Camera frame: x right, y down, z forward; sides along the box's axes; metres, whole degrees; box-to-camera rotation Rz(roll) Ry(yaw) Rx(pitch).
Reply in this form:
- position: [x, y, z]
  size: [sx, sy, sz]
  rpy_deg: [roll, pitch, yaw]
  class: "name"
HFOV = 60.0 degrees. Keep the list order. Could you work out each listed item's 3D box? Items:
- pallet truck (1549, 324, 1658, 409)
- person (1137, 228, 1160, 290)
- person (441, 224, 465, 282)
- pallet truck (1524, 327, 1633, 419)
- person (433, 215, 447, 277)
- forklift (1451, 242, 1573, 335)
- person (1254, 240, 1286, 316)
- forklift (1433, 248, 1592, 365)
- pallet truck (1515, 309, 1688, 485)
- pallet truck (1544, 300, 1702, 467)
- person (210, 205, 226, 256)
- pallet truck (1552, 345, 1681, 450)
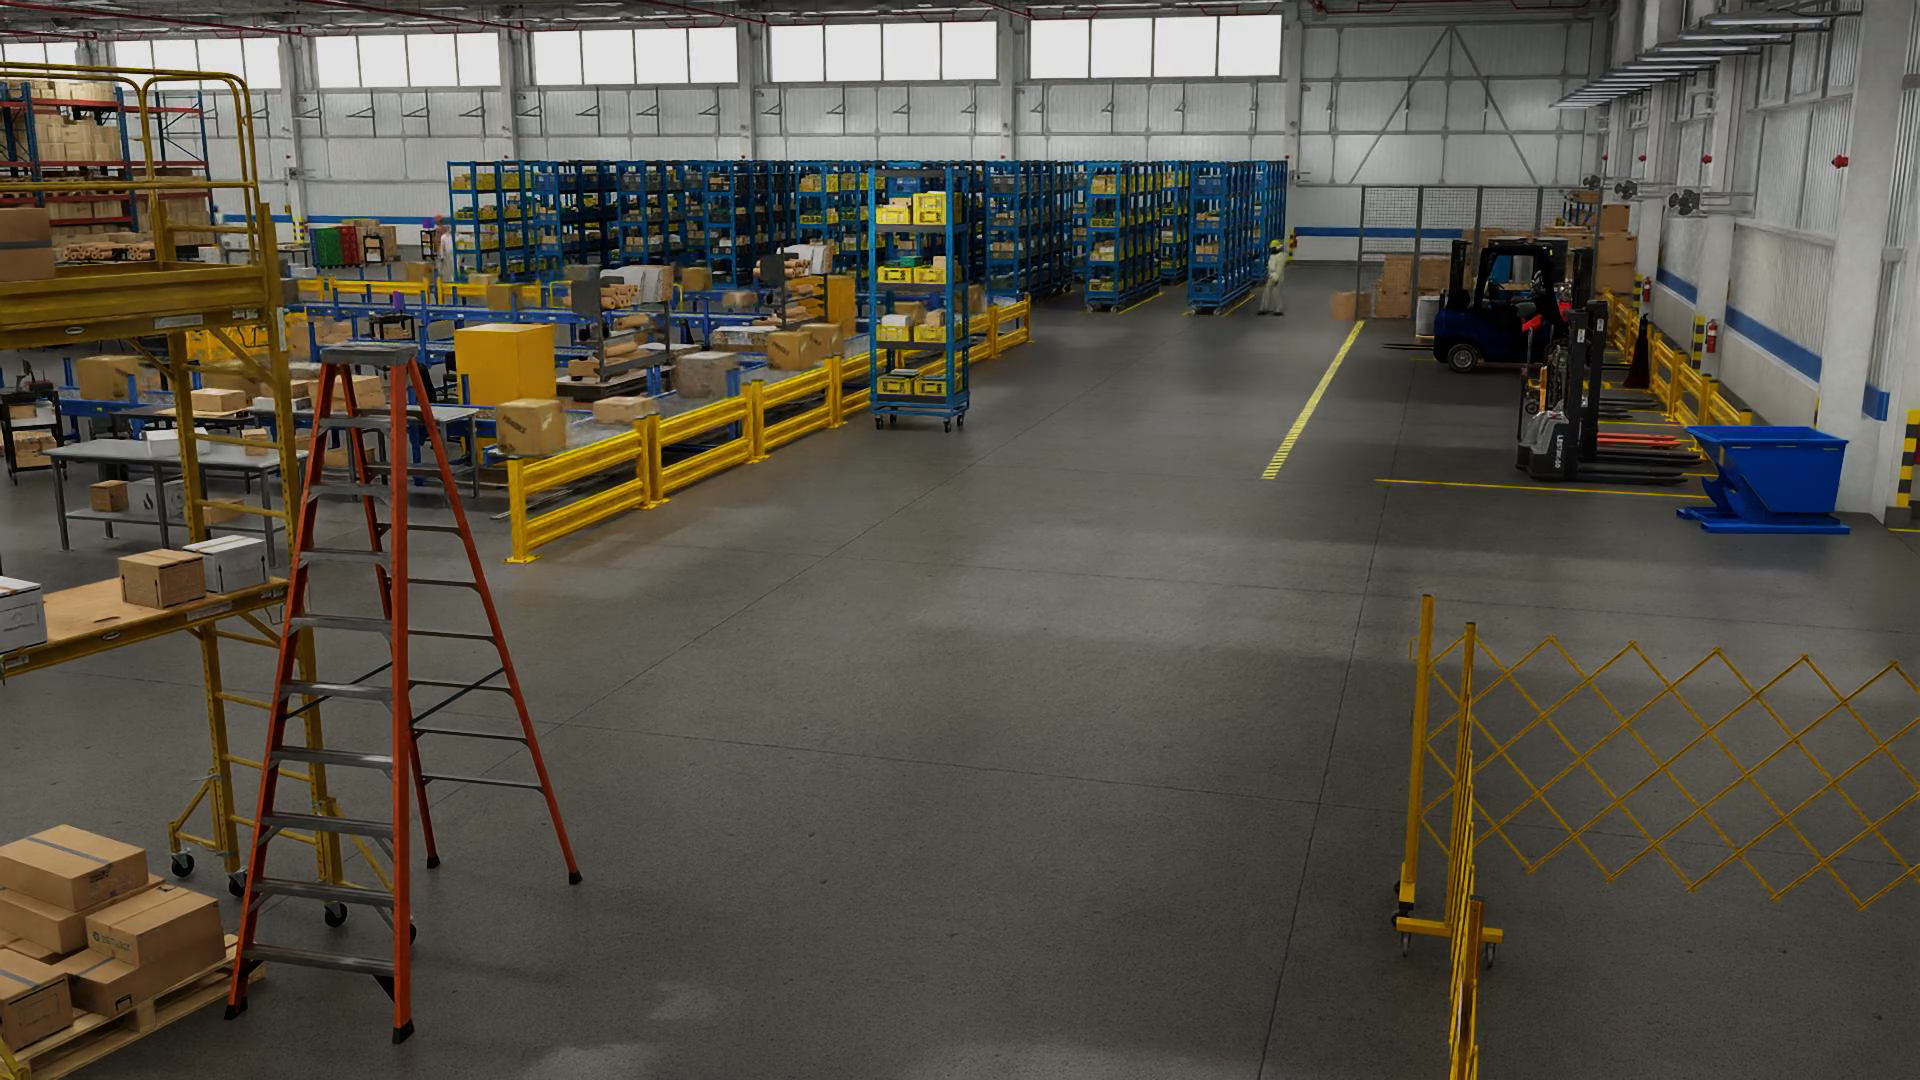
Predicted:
- position: [9.824, -2.669, 25.407]
  size: [1.601, 1.201, 0.680]
  rpy_deg: [4, 14, 16]
  class: "pallet truck"
- position: [5.116, -7.896, 46.789]
  size: [1.006, 1.783, 0.579]
  rpy_deg: [0, 13, -2]
  class: "person"
- position: [-14.470, -8.093, 47.473]
  size: [0.637, 1.867, 0.988]
  rpy_deg: [-1, 13, -6]
  class: "person"
- position: [9.065, -2.460, 24.370]
  size: [1.522, 1.261, 0.704]
  rpy_deg: [3, 13, 14]
  class: "pallet truck"
- position: [-16.036, -9.131, 51.737]
  size: [0.889, 1.961, 0.610]
  rpy_deg: [0, 13, 1]
  class: "person"
- position: [10.464, -4.597, 31.405]
  size: [2.680, 1.987, 1.157]
  rpy_deg: [4, 14, 16]
  class: "forklift"
- position: [7.355, -6.175, 39.307]
  size: [0.791, 1.804, 0.597]
  rpy_deg: [-6, 14, -23]
  class: "person"
- position: [9.780, -4.111, 29.280]
  size: [2.680, 1.987, 1.157]
  rpy_deg: [3, 13, 14]
  class: "forklift"
- position: [7.554, -1.677, 19.446]
  size: [1.885, 1.965, 0.823]
  rpy_deg: [3, 13, 14]
  class: "pallet truck"
- position: [8.263, -1.952, 20.631]
  size: [1.885, 1.965, 0.823]
  rpy_deg: [5, 14, 20]
  class: "pallet truck"
- position: [-28.303, -11.780, 63.321]
  size: [1.034, 1.889, 0.607]
  rpy_deg: [5, 14, 19]
  class: "person"
- position: [8.641, -1.896, 21.908]
  size: [1.630, 1.274, 0.653]
  rpy_deg: [4, 14, 16]
  class: "pallet truck"
